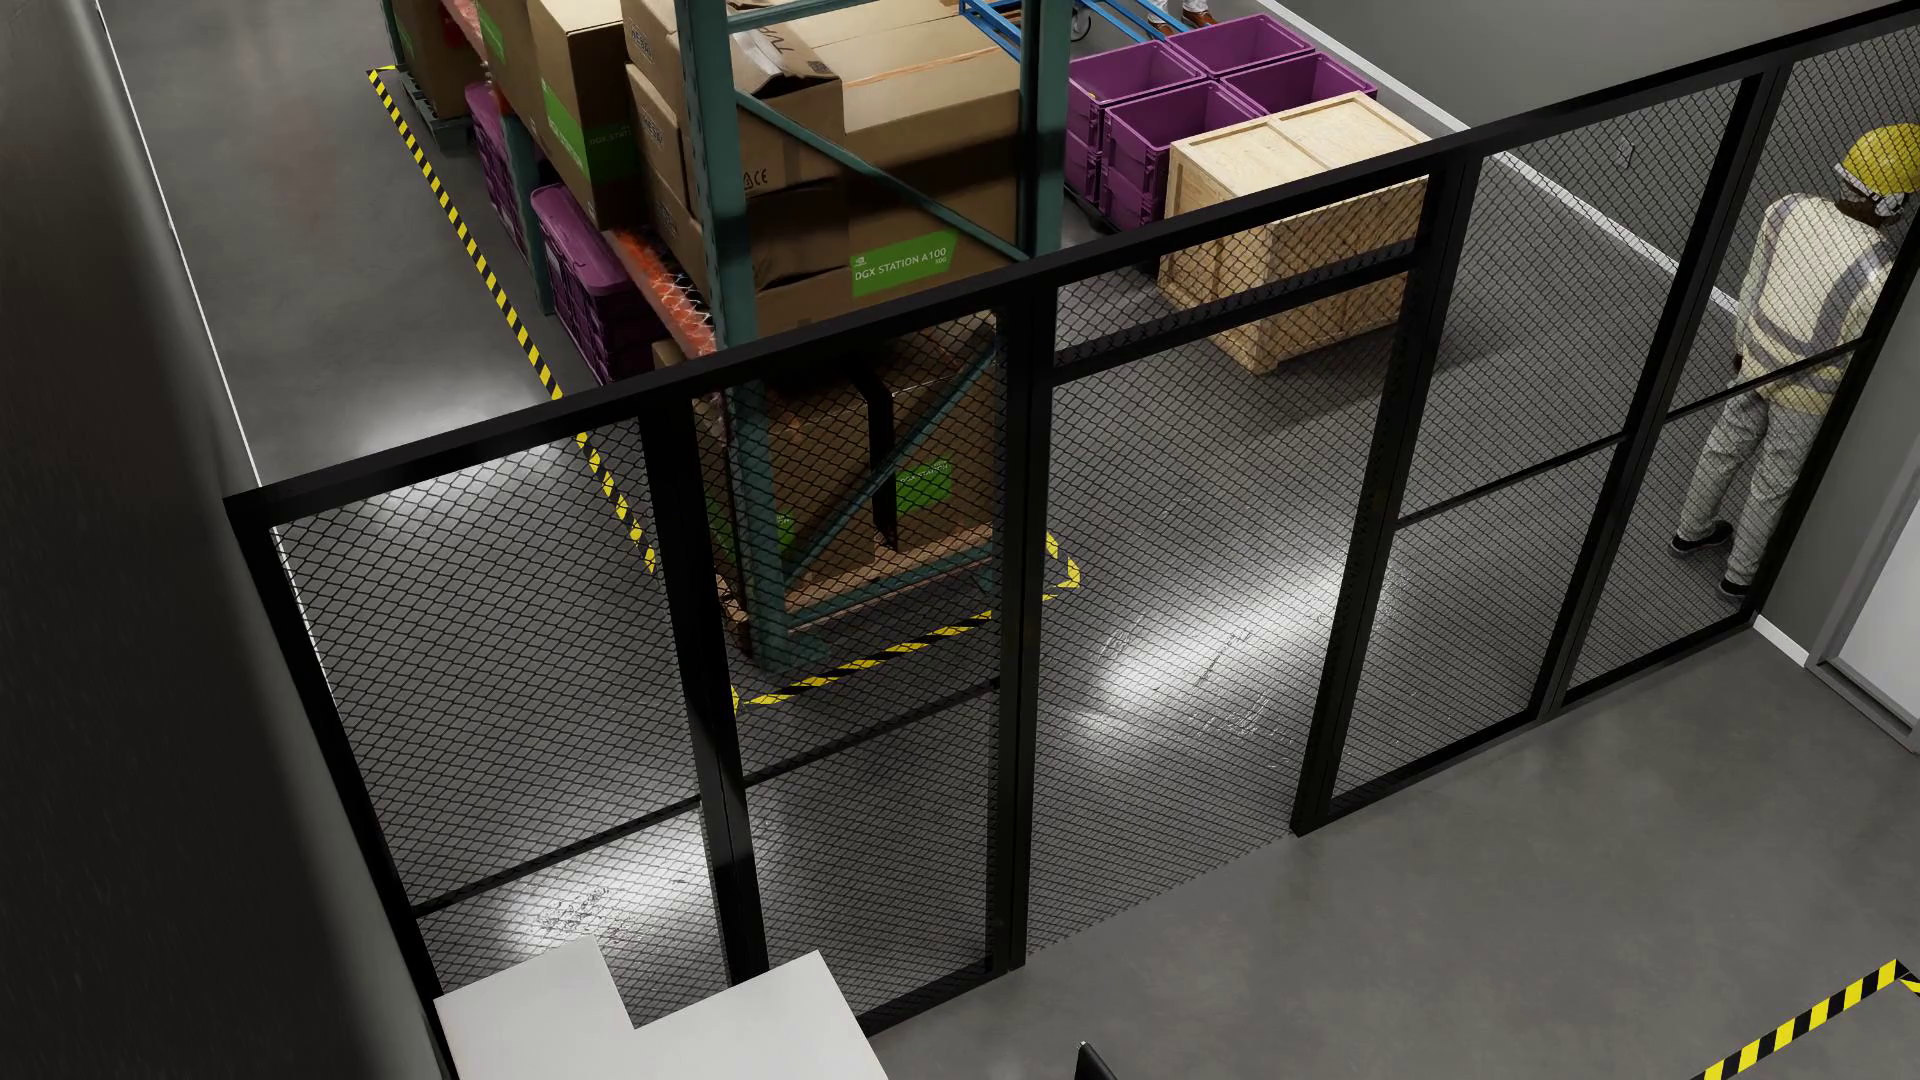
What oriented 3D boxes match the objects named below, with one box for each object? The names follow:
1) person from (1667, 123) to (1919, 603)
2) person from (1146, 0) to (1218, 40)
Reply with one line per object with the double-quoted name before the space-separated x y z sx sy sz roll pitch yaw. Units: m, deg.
"person" 2.856 -0.570 5.646 0.404 1.833 0.588 -14 44 -15
"person" 1.272 -3.627 8.914 0.631 1.940 0.372 -22 47 -22
